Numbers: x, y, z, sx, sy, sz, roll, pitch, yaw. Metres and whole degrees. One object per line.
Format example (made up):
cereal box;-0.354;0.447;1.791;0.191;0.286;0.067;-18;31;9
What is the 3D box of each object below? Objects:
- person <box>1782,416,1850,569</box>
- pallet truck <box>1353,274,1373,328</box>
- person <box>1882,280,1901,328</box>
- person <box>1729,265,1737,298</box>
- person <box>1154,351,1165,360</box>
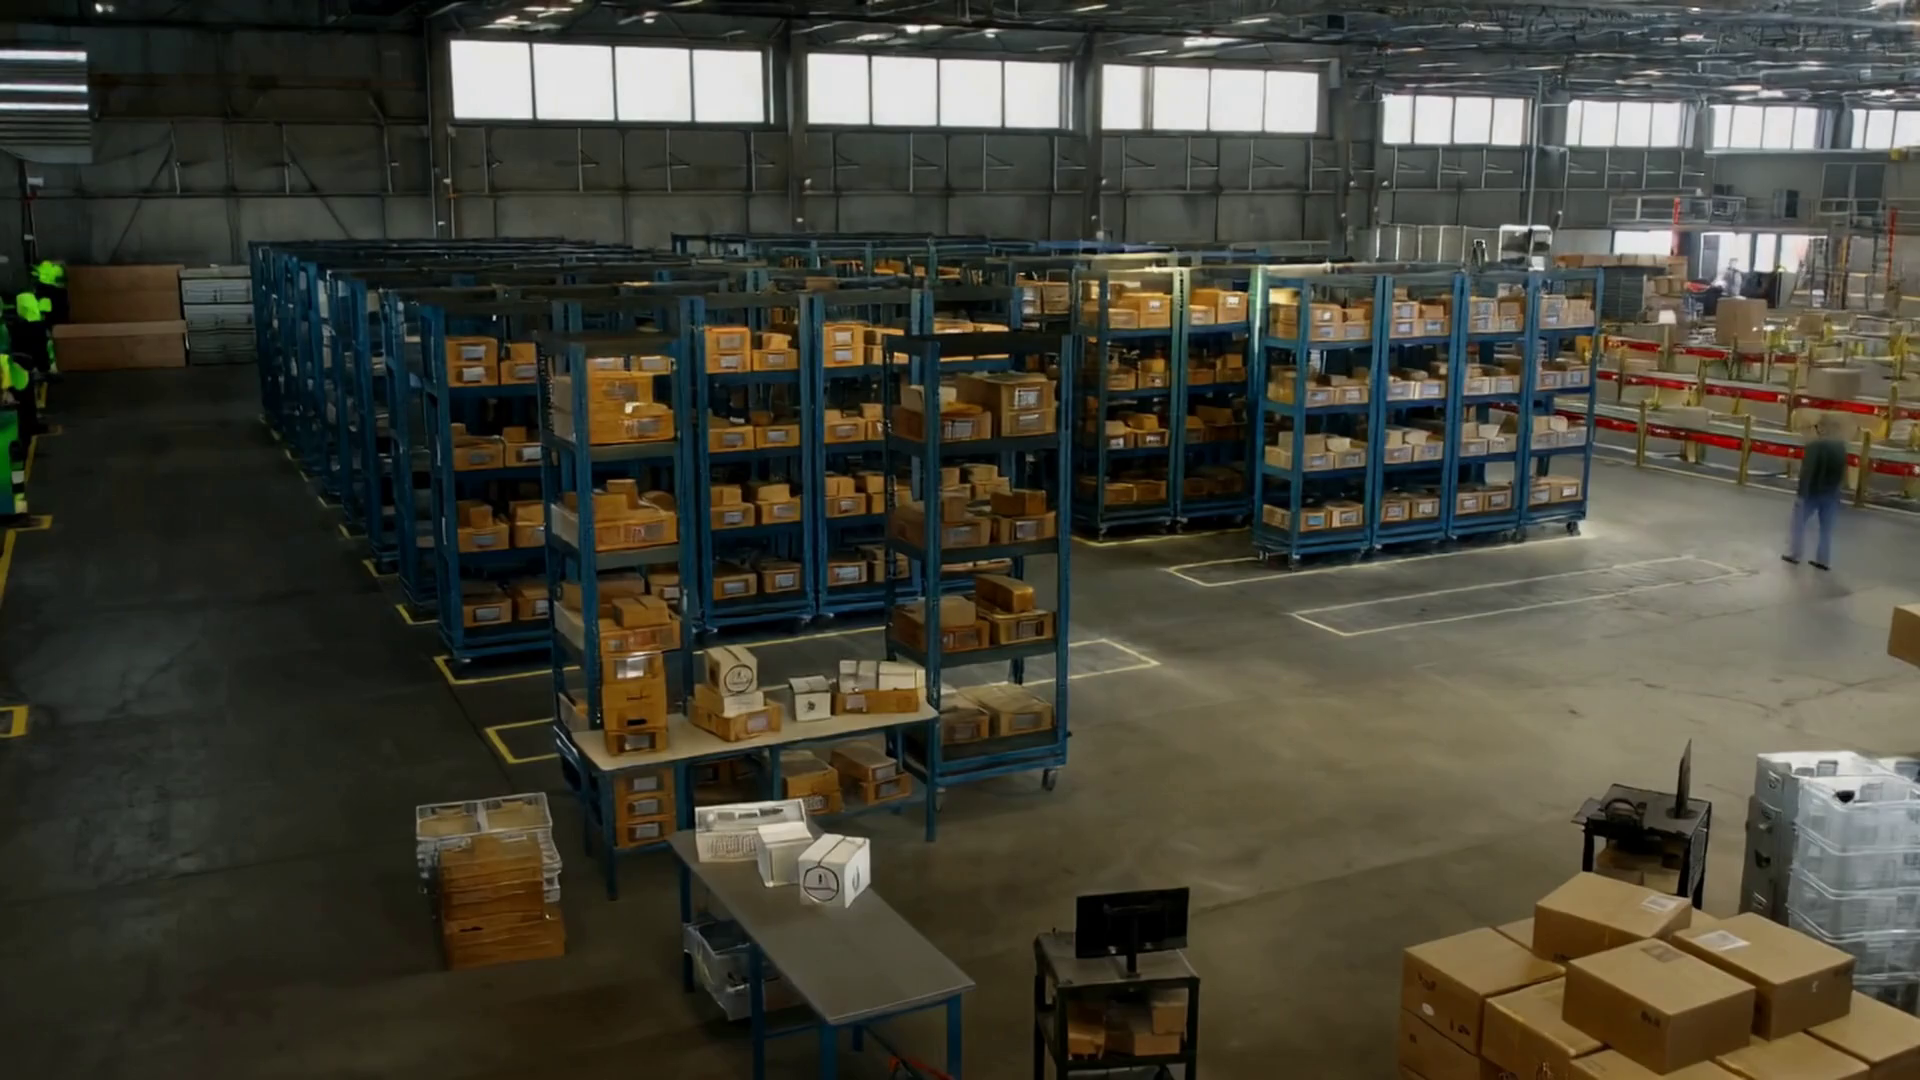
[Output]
person;10.621;-0.604;20.668;0.683;1.882;0.708;-2;12;-11
pallet truck;13.011;-8.050;55.243;0.823;1.965;1.885;-7;14;-28
person;27.408;-6.661;48.939;0.421;1.925;0.565;-6;14;-27
person;28.908;-9.436;62.326;0.295;1.743;0.493;4;13;19
person;4.340;-3.770;35.652;0.573;1.821;0.835;-4;13;-16
